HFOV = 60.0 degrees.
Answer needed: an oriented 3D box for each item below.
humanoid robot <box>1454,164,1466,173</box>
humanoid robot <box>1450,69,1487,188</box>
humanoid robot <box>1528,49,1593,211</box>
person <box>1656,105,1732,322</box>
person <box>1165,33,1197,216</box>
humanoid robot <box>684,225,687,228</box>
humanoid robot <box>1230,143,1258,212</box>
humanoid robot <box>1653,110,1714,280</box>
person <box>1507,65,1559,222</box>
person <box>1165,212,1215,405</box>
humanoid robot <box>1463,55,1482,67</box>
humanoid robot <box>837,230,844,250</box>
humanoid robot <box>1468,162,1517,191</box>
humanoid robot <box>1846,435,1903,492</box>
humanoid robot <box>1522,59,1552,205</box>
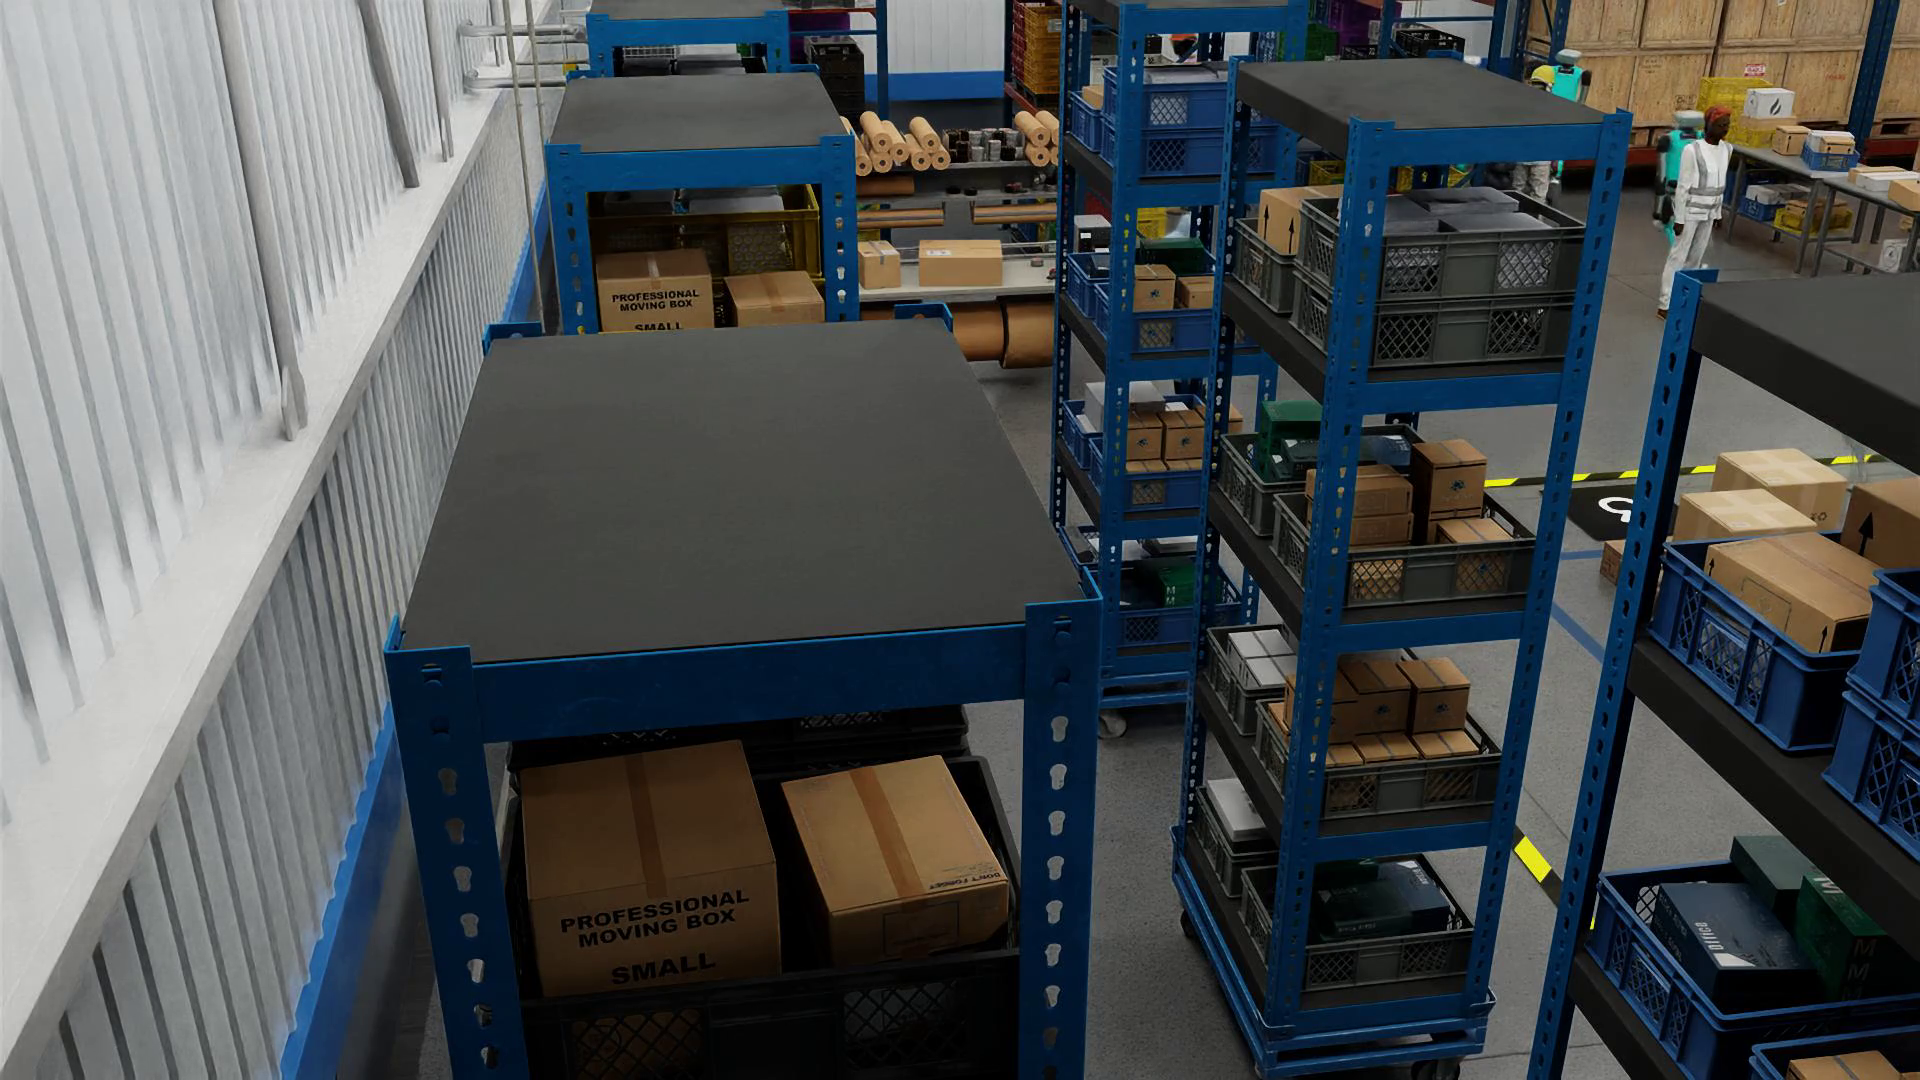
[{"bbox_3d":[5.283,-4.119,17.562,0.313,1.654,0.609,15,29,29],"label":"humanoid robot"},{"bbox_3d":[5.250,-3.990,17.179,0.536,1.769,0.687,2,25,4],"label":"humanoid robot"},{"bbox_3d":[6.412,-4.334,18.018,0.536,1.850,0.654,15,29,30],"label":"humanoid robot"},{"bbox_3d":[6.448,-2.833,14.526,0.573,1.882,0.355,-13,28,-26],"label":"person"},{"bbox_3d":[2.386,-4.582,18.140,0.389,2.039,0.613,22,33,39],"label":"person"},{"bbox_3d":[-2.322,-2.993,15.101,0.600,1.657,0.312,-1,25,-1],"label":"humanoid robot"},{"bbox_3d":[3.341,-4.434,18.299,0.764,1.624,0.588,-5,25,-10],"label":"humanoid robot"},{"bbox_3d":[6.516,-2.878,14.809,0.574,1.768,0.833,-6,25,-13],"label":"humanoid robot"},{"bbox_3d":[5.782,-3.860,16.832,0.588,1.821,0.404,13,28,26],"label":"person"},{"bbox_3d":[1.533,-1.312,11.257,0.389,1.852,0.586,-5,25,-11],"label":"person"},{"bbox_3d":[5.264,-4.360,18.172,0.533,1.881,0.820,-12,27,-25],"label":"humanoid robot"},{"bbox_3d":[-0.801,-2.308,13.632,1.052,1.774,0.533,-5,25,-11],"label":"humanoid robot"},{"bbox_3d":[5.318,-3.679,16.597,0.610,1.650,0.355,-18,30,-34],"label":"humanoid robot"},{"bbox_3d":[6.182,-1.034,10.820,1.048,1.735,0.533,-11,27,-22],"label":"humanoid robot"},{"bbox_3d":[6.370,-4.453,18.308,0.597,1.620,0.590,14,28,27],"label":"humanoid robot"}]
